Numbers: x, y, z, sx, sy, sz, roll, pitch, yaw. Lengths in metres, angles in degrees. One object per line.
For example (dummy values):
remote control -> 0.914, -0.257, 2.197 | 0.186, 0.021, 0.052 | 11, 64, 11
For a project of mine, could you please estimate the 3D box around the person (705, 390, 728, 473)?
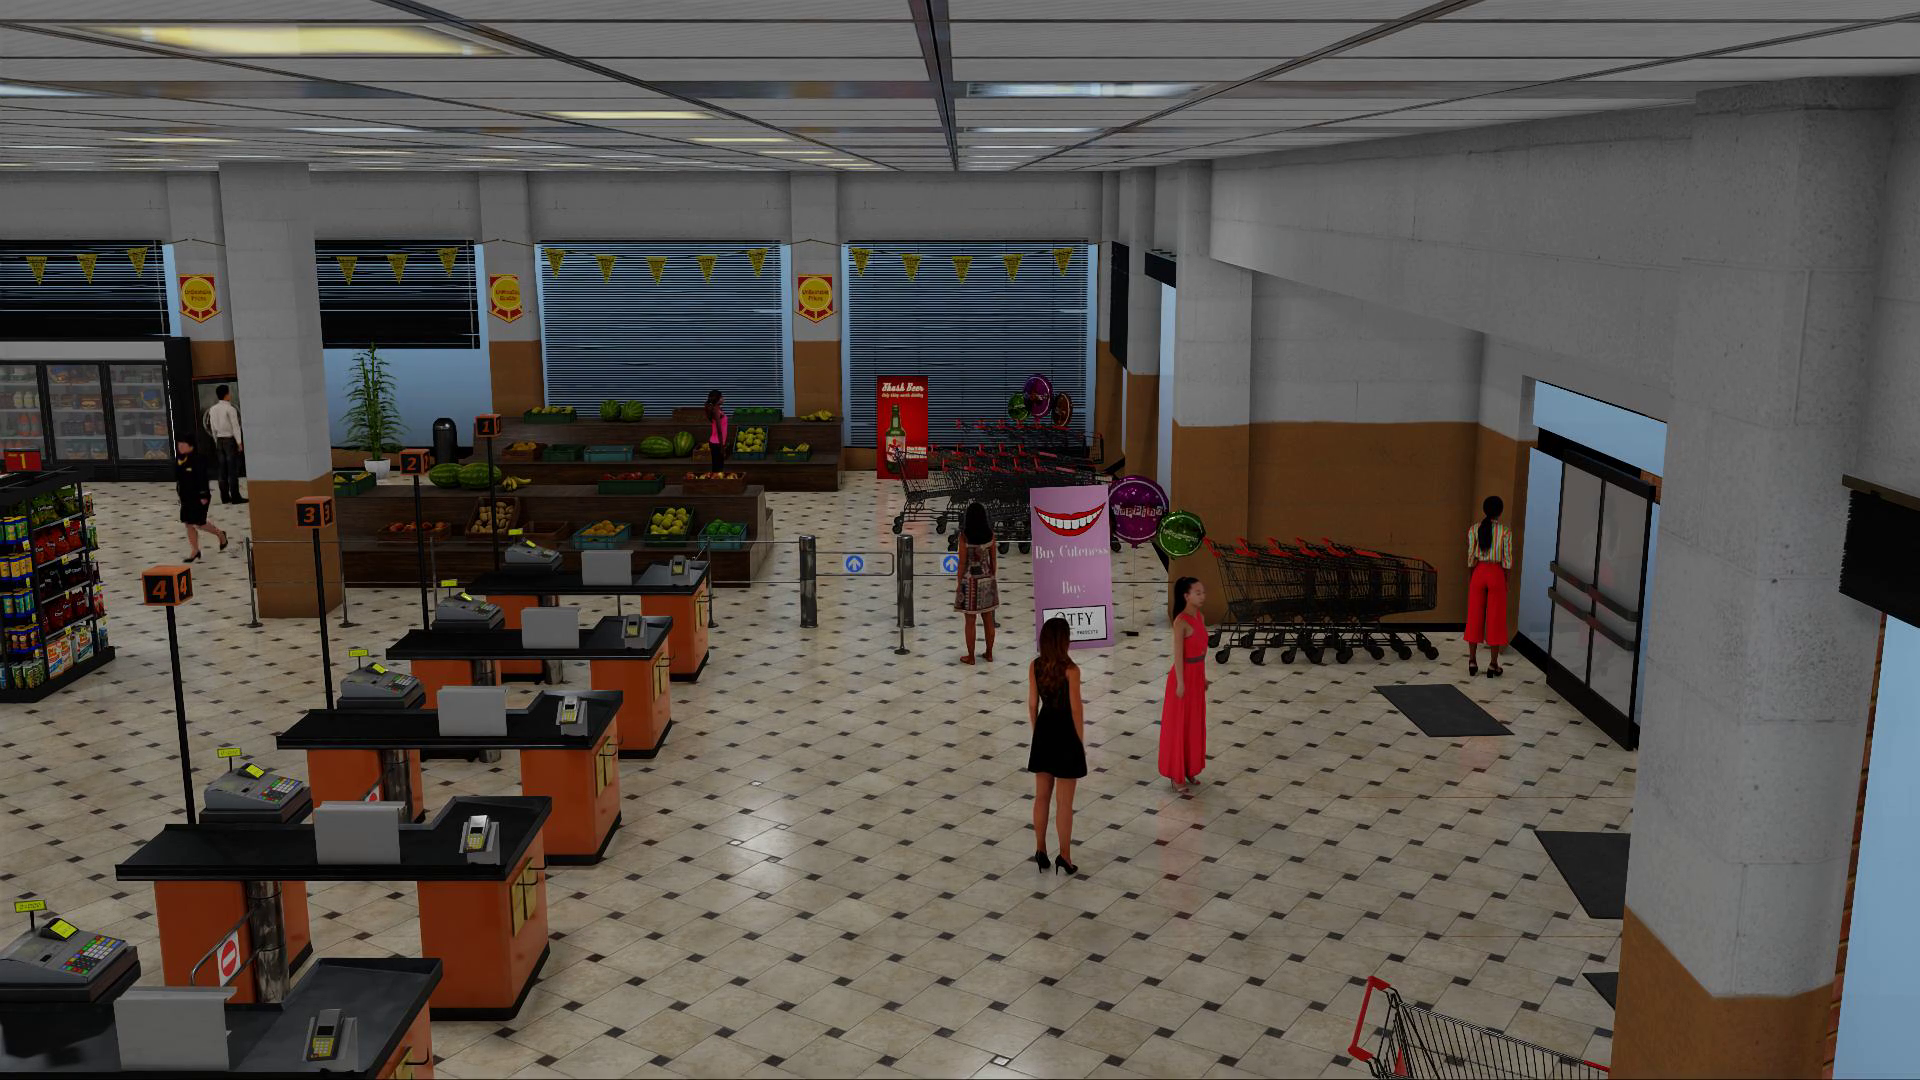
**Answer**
person -> -3.716, -1.439, 25.427 | 0.640, 1.723, 0.619 | -4, 12, -17

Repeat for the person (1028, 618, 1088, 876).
person -> 0.660, 1.430, 11.531 | 0.638, 1.834, 0.732 | 8, 14, 34

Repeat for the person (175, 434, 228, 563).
person -> -9.758, -0.545, 21.339 | 0.938, 1.657, 0.968 | 7, 14, 29

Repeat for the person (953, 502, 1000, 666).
person -> 0.167, 0.427, 16.753 | 0.633, 1.645, 0.785 | -6, 13, -26

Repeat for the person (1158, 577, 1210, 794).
person -> 1.803, 1.133, 13.200 | 0.752, 1.727, 0.715 | 9, 15, 36

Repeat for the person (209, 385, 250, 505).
person -> -11.149, -1.456, 25.293 | 0.638, 1.811, 0.797 | 5, 13, 23

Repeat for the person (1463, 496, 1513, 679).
person -> 5.172, 0.448, 16.295 | 0.638, 1.792, 0.743 | 7, 14, 31
